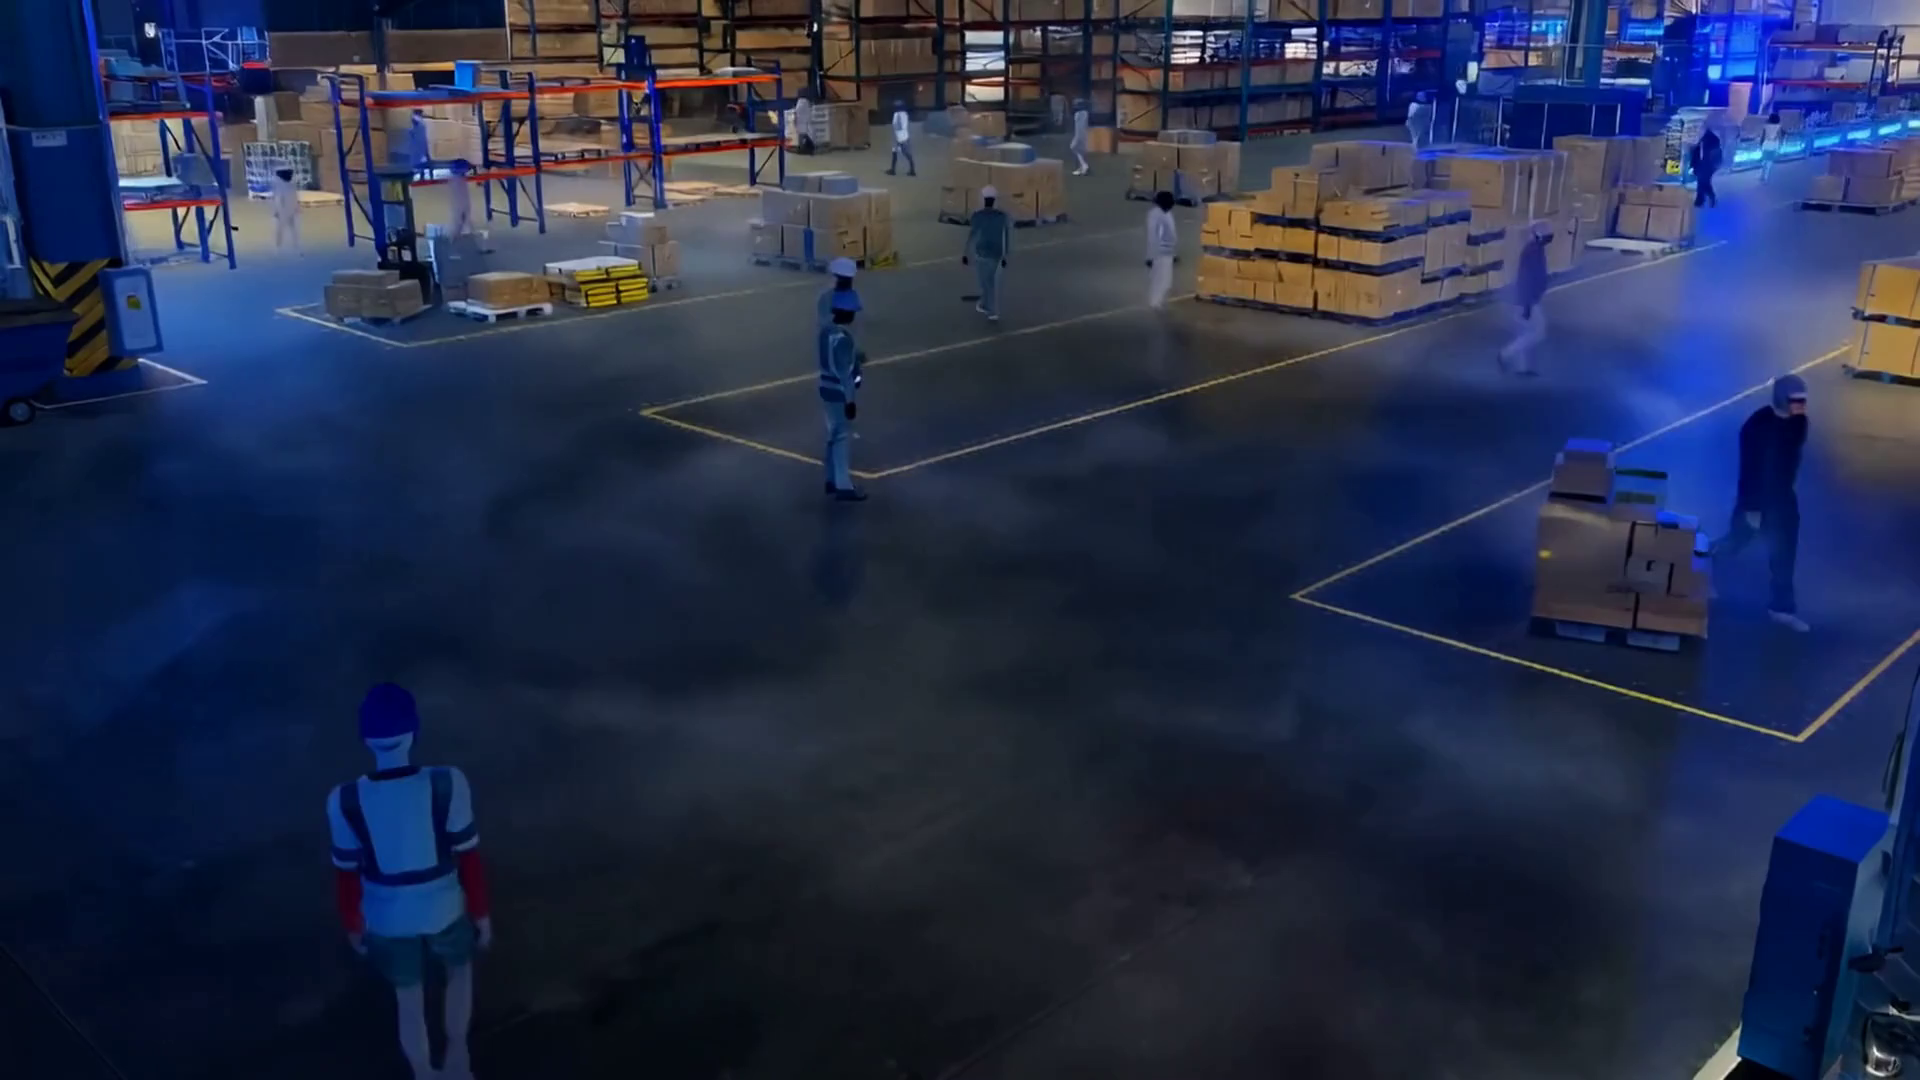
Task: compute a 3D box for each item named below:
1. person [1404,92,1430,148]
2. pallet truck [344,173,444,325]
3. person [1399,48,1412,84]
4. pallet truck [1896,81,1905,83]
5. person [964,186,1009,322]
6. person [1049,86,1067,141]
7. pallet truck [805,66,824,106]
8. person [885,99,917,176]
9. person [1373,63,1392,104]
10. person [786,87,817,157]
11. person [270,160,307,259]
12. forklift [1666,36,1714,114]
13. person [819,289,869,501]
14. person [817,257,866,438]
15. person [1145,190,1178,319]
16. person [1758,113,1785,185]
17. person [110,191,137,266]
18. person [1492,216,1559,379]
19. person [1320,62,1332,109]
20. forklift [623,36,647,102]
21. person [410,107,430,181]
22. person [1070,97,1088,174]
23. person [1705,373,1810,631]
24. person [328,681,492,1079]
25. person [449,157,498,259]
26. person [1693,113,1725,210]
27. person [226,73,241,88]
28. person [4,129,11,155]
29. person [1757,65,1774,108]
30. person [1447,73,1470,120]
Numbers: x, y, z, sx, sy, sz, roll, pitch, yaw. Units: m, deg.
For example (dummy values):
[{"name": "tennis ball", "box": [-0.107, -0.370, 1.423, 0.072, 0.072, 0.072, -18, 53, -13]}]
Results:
[{"name": "person", "box": [12.700, -11.561, 46.322, 0.614, 1.790, 0.896, 14, 23, 35]}, {"name": "pallet truck", "box": [-8.209, -4.181, 23.757, 0.823, 1.965, 1.885, 3, 19, 9]}, {"name": "person", "box": [20.617, -21.759, 76.890, 0.983, 1.895, 0.560, -14, 23, -36]}, {"name": "pallet truck", "box": [34.802, -16.331, 61.455, 0.653, 1.274, 1.630, 17, 25, 41]}, {"name": "person", "box": [0.404, -4.065, 23.595, 0.587, 1.886, 0.980, -9, 21, -26]}, {"name": "person", "box": [3.004, -13.195, 51.443, 0.539, 1.667, 0.602, -8, 20, -22]}, {"name": "pallet truck", "box": [-4.812, -15.182, 56.903, 0.823, 1.965, 1.885, -9, 21, -26]}, {"name": "person", "box": [-1.451, -10.089, 41.731, 0.978, 1.895, 0.561, 15, 24, 39]}, {"name": "person", "box": [16.207, -17.414, 63.803, 0.640, 1.886, 0.503, -5, 19, -15]}, {"name": "person", "box": [-4.436, -11.703, 46.576, 1.031, 1.909, 0.611, 6, 19, 19]}, {"name": "person", "box": [-11.791, -5.776, 29.024, 0.847, 1.709, 0.493, 15, 24, 39]}, {"name": "forklift", "box": [27.341, -17.291, 61.877, 1.129, 2.768, 1.873, 17, 25, 41]}, {"name": "person", "box": [-1.085, -1.326, 15.250, 0.401, 1.938, 0.603, -7, 20, -21]}, {"name": "person", "box": [-1.203, -1.983, 17.270, 0.416, 1.911, 0.602, 12, 22, 31]}, {"name": "person", "box": [2.908, -4.056, 23.651, 0.520, 1.827, 0.637, 9, 20, 24]}, {"name": "person", "box": [19.567, -9.429, 40.079, 0.672, 1.677, 0.551, -17, 25, -41]}, {"name": "person", "box": [-12.477, -4.390, 24.853, 0.317, 1.700, 0.538, -11, 21, -29]}, {"name": "person", "box": [6.794, -2.879, 19.881, 0.531, 1.977, 0.624, 4, 19, 12]}, {"name": "person", "box": [13.537, -16.696, 61.558, 0.636, 1.937, 0.358, -11, 21, -31]}, {"name": "forklift", "box": [-12.182, -17.476, 62.434, 1.129, 2.768, 1.873, 17, 25, 41]}, {"name": "person", "box": [-13.184, -9.629, 40.506, 0.907, 1.801, 0.509, 13, 23, 35]}, {"name": "person", "box": [3.021, -10.223, 42.076, 0.396, 1.923, 0.583, 10, 21, 27]}, {"name": "person", "box": [5.932, -0.345, 12.380, 0.631, 1.901, 0.976, -8, 20, -23]}, {"name": "person", "box": [-2.226, 1.487, 6.795, 0.585, 1.922, 0.407, -5, 19, -15]}, {"name": "person", "box": [-8.601, -5.798, 29.064, 0.882, 1.722, 0.531, -14, 23, -37]}, {"name": "person", "box": [15.845, -8.041, 35.319, 0.684, 2.000, 0.539, -17, 25, -41]}, {"name": "person", "box": [-23.558, -14.205, 54.083, 0.590, 1.919, 0.395, 9, 20, 26]}, {"name": "person", "box": [-21.112, -8.673, 37.482, 0.871, 1.887, 0.703, 13, 22, 33]}, {"name": "person", "box": [31.747, -17.852, 65.515, 0.498, 1.633, 0.285, 12, 22, 32]}, {"name": "person", "box": [18.008, -15.902, 59.621, 0.561, 1.649, 0.793, -12, 22, -32]}]
